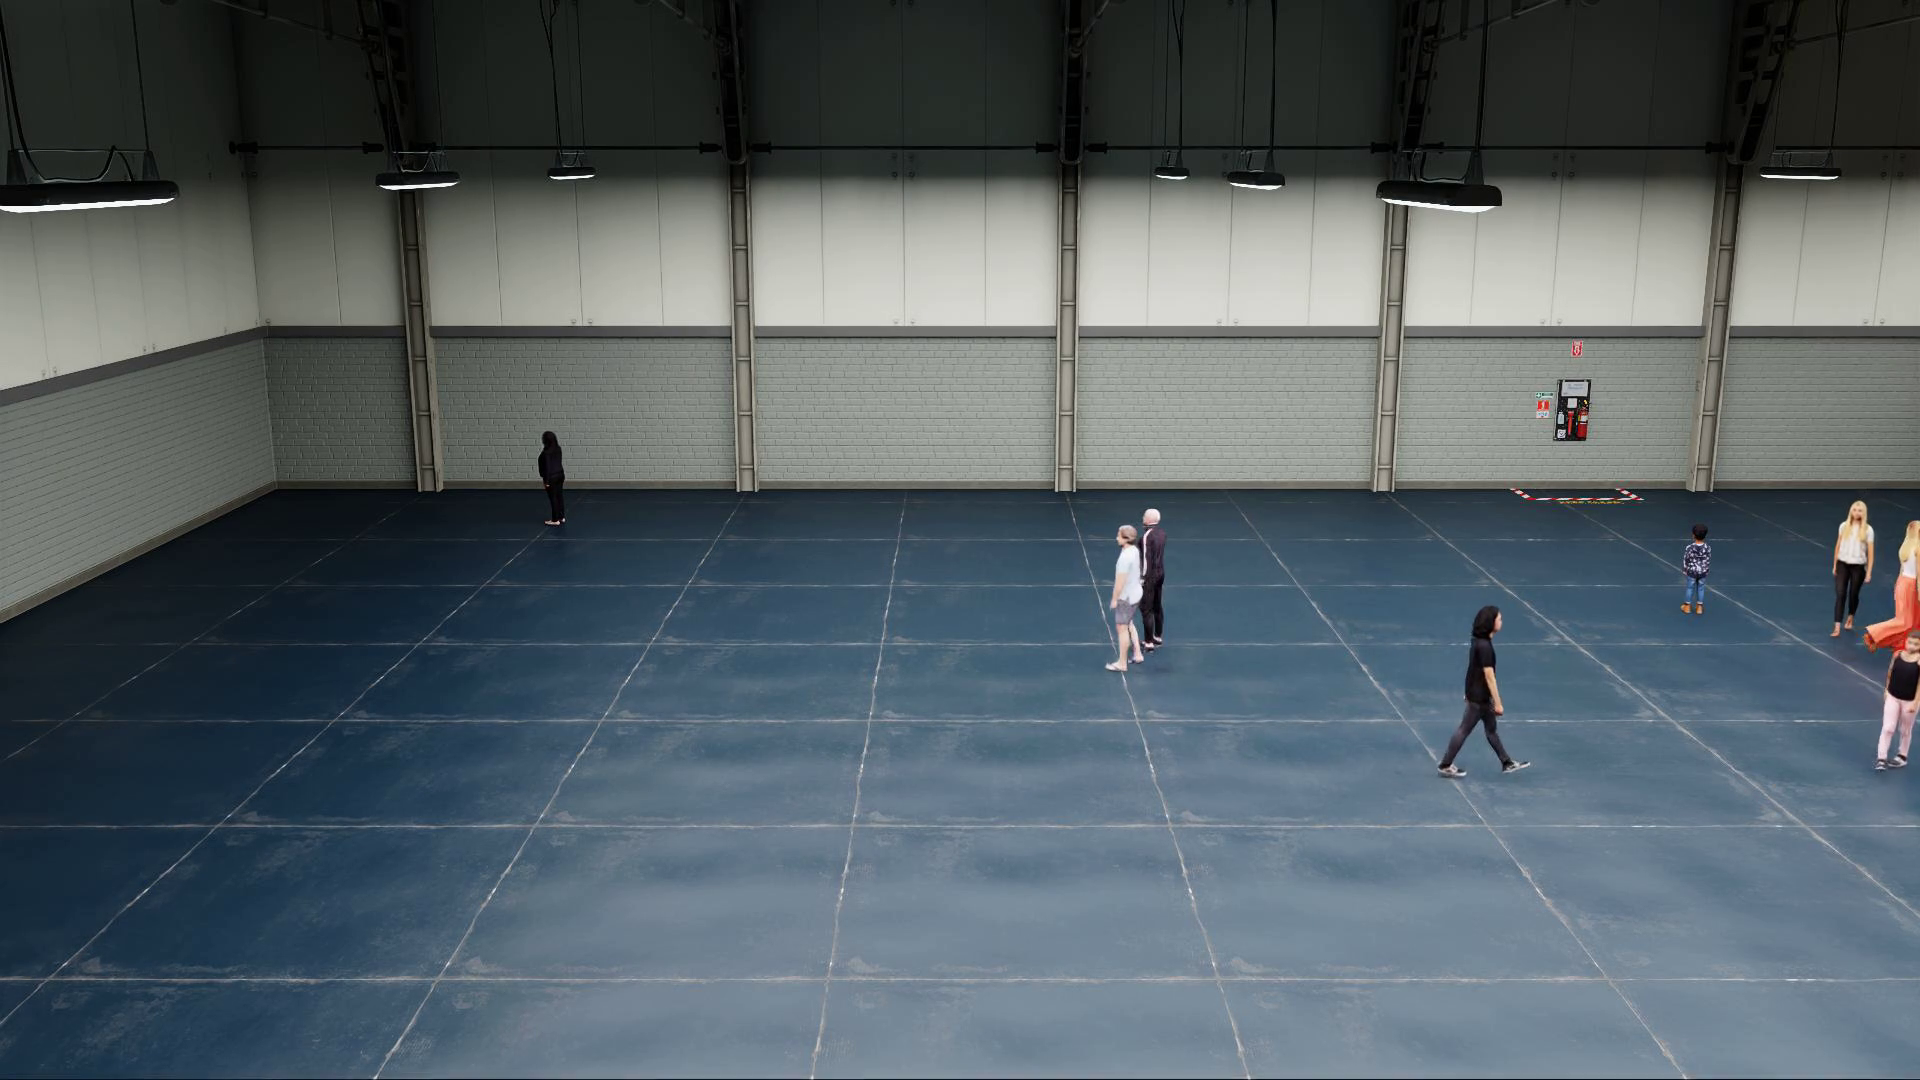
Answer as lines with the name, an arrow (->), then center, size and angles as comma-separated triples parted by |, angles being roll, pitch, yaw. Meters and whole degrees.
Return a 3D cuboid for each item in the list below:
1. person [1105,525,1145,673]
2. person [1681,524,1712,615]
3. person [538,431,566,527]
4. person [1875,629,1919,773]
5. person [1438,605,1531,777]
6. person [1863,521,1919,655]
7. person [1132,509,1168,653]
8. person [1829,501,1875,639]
person -> 2.105, 0.706, 20.261 | 0.809, 1.825, 0.810 | 5, 14, 21
person -> 10.146, 0.389, 22.898 | 0.479, 1.252, 0.589 | 3, 13, 11
person -> -6.925, -1.060, 28.356 | 0.710, 1.614, 0.716 | 4, 14, 15
person -> 9.621, 1.628, 16.964 | 0.982, 1.516, 0.905 | -9, 16, -34
person -> 5.118, 1.547, 16.702 | 1.179, 1.791, 0.800 | 2, 13, 10
person -> 11.643, 0.651, 20.587 | 1.024, 1.784, 0.732 | 2, 13, 8
person -> 2.437, 0.495, 21.143 | 0.765, 1.838, 0.759 | 8, 15, 31
person -> 11.669, 0.392, 21.737 | 1.202, 1.770, 1.163 | 10, 16, 36
